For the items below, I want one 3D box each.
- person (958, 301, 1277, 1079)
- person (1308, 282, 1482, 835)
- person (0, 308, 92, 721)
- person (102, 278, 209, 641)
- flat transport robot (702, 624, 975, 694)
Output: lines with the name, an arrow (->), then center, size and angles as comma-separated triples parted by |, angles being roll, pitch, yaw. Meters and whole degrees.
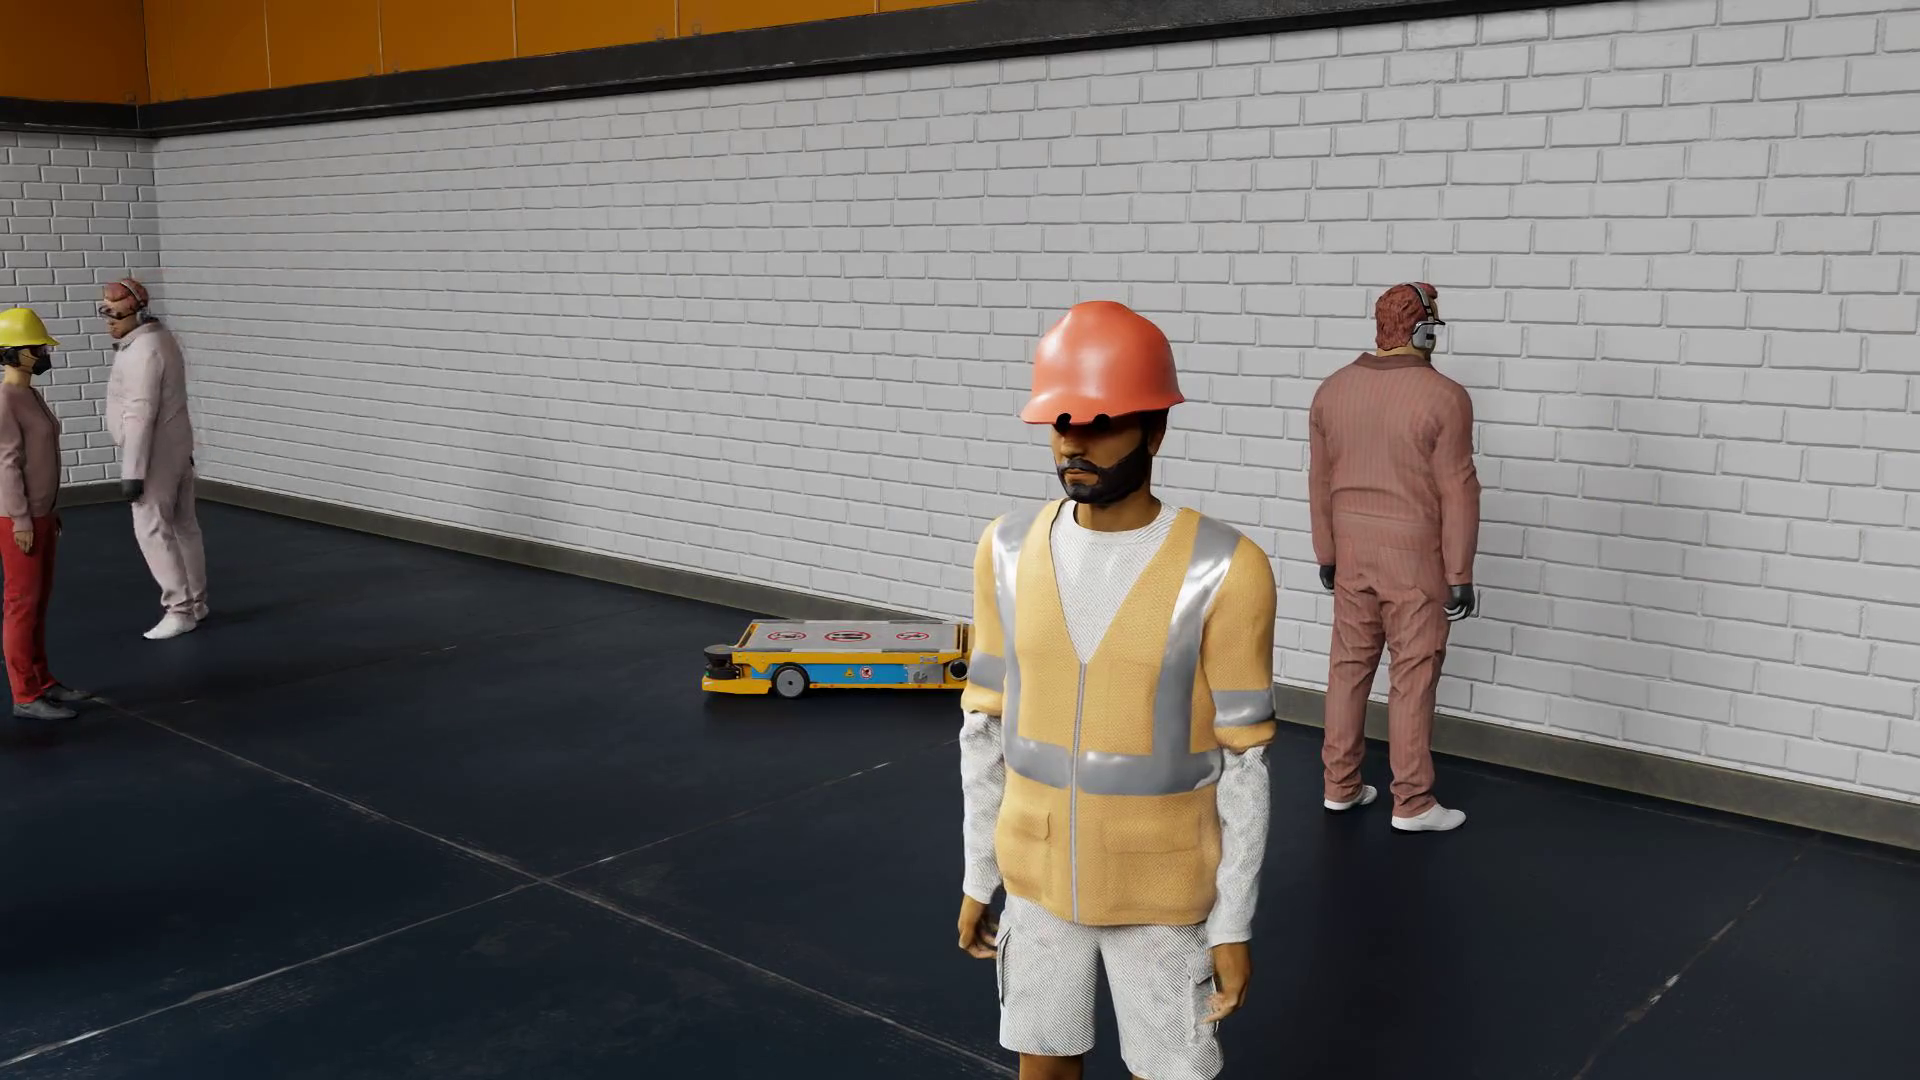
person -> 0.238, 0.574, 2.805 | 0.551, 1.937, 0.357 | 5, 11, 26
person -> 1.525, 0.064, 5.795 | 0.409, 1.906, 0.651 | -8, 13, -39
person -> -4.003, -0.111, 7.191 | 0.315, 1.770, 0.524 | -3, 10, -16
person -> -4.245, -0.435, 8.765 | 0.399, 1.875, 0.789 | -2, 10, -12
flat transport robot -> -0.439, 0.539, 7.748 | 1.431, 0.197, 0.652 | 0, 10, 1
